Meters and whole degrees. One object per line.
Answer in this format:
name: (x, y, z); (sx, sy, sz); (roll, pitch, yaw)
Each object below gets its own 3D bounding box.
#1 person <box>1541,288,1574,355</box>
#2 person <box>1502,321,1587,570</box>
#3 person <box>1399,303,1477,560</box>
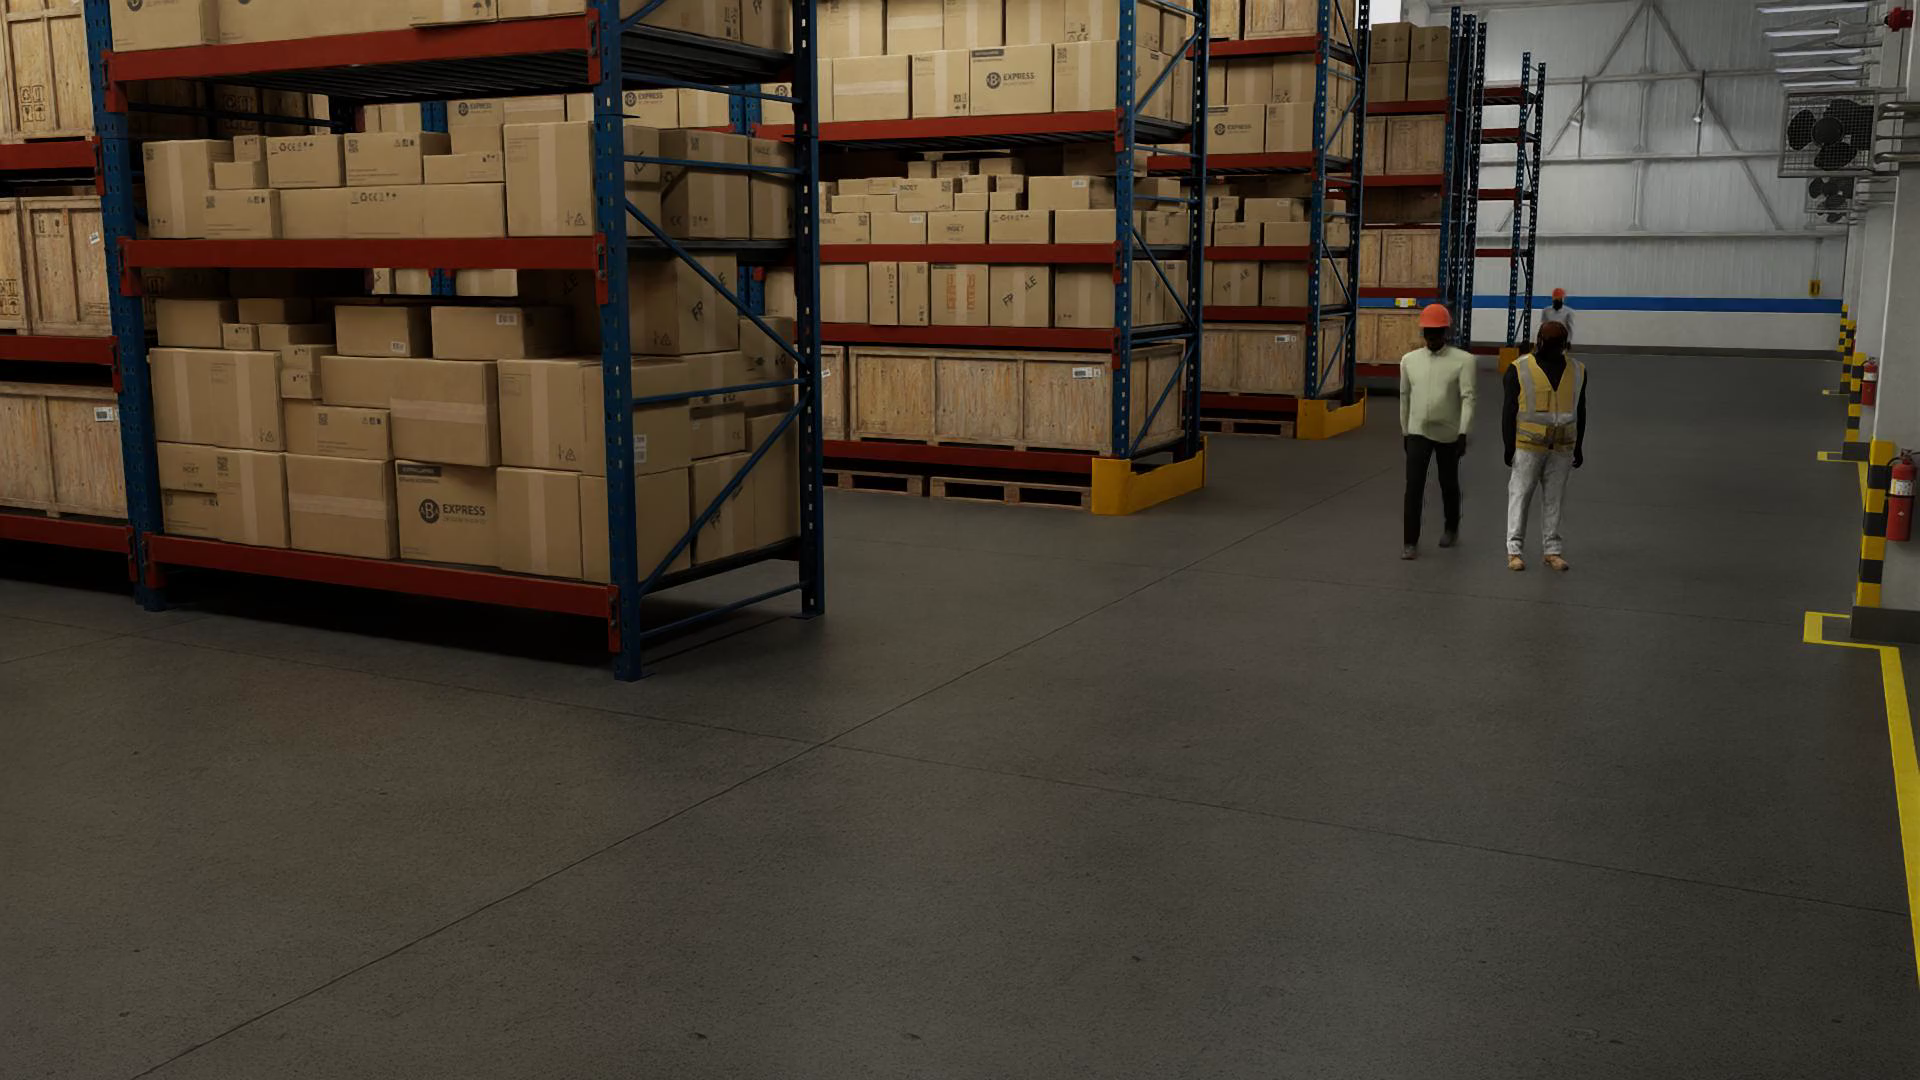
person: (10.198, -3.444, 28.492); (0.597, 1.733, 0.479); (7, 12, 36)
person: (4.304, -0.689, 12.250); (0.626, 1.842, 0.429); (0, 10, -2)
person: (3.704, -0.853, 12.888); (0.609, 1.960, 0.969); (5, 11, 28)
